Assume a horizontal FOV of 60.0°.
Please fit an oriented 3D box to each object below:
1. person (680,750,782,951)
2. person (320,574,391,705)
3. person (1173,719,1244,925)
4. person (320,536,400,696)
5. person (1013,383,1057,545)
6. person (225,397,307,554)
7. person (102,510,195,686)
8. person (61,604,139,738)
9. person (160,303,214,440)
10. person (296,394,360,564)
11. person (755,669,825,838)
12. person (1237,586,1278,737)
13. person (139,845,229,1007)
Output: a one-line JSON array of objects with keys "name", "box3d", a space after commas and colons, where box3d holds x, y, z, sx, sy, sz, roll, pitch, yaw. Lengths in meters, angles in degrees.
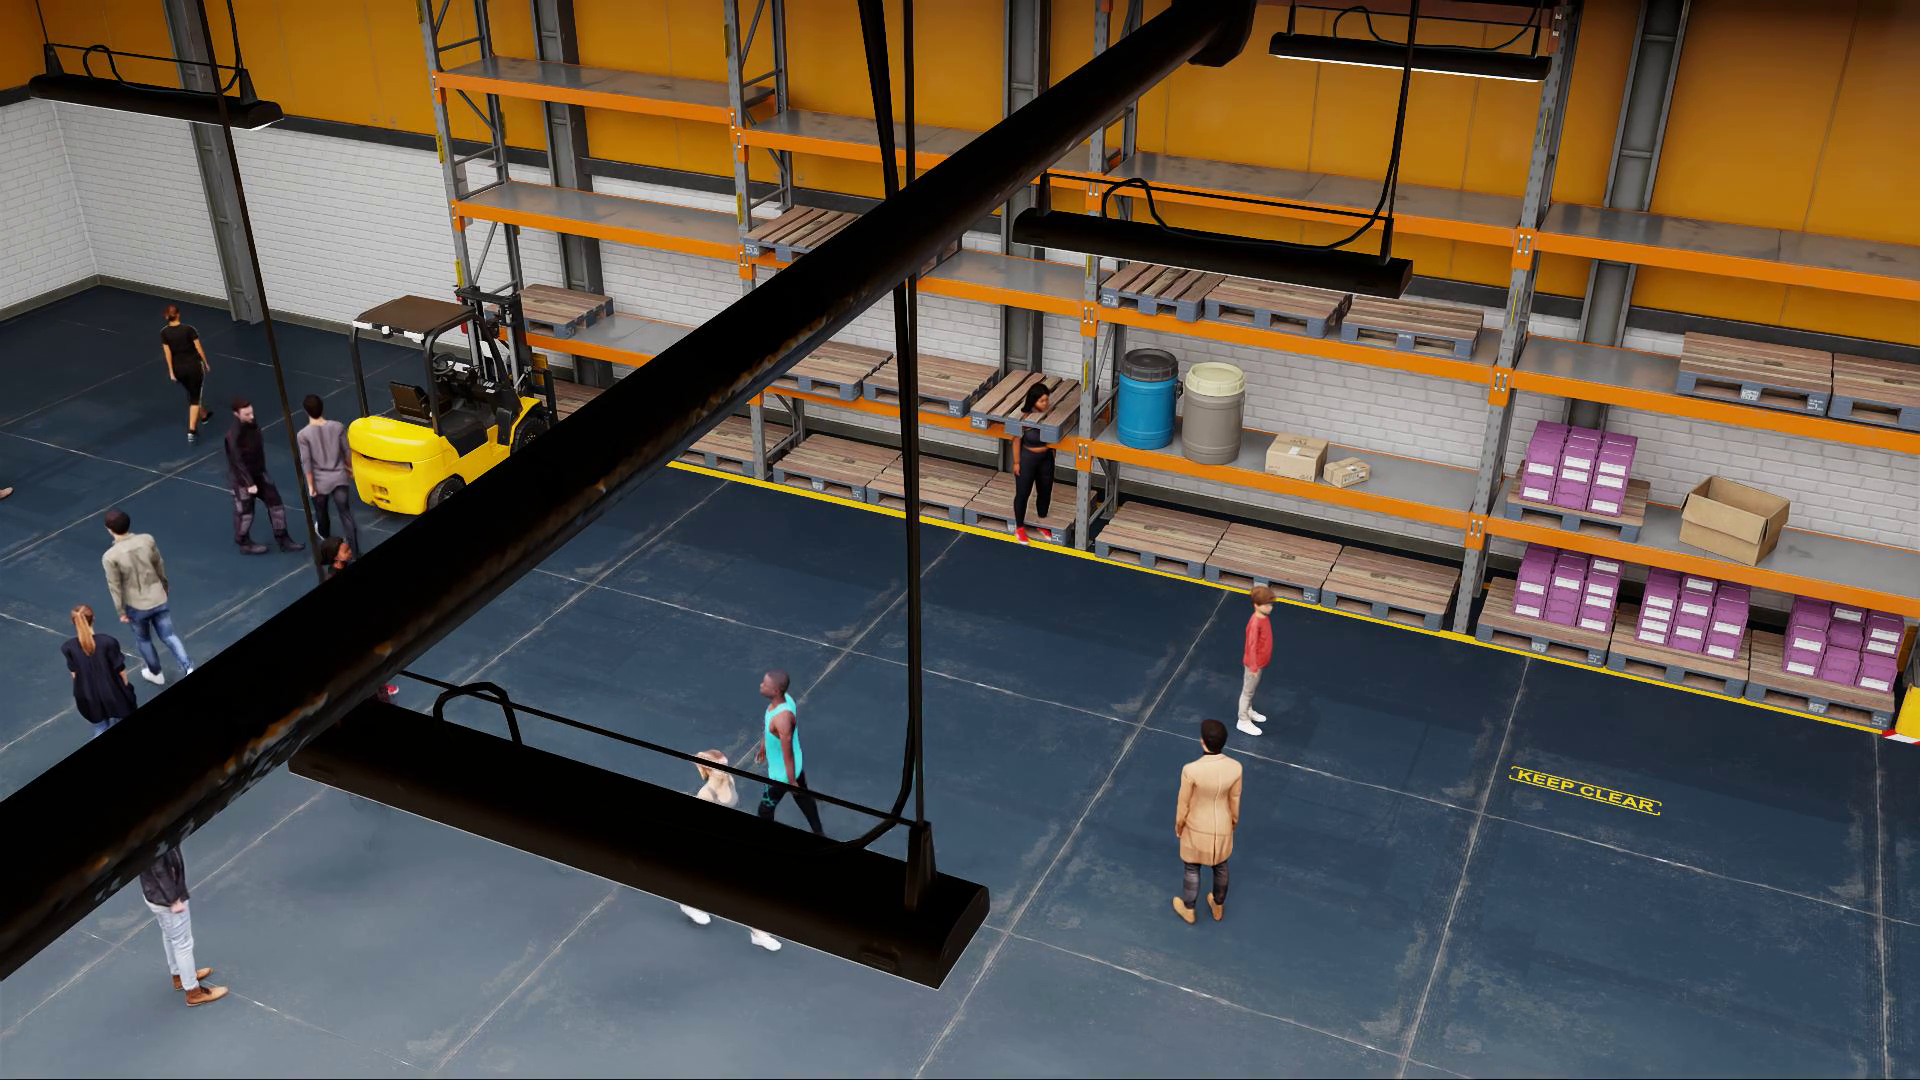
[{"name": "person", "box3d": [-1.829, 2.243, 12.211, 1.166, 1.660, 0.666, 16, 32, 27]}, {"name": "person", "box3d": [-5.121, 1.115, 14.203, 0.826, 1.732, 0.846, -16, 33, -27]}, {"name": "person", "box3d": [1.851, 2.108, 12.394, 0.738, 1.721, 0.818, -5, 29, -9]}, {"name": "person", "box3d": [-5.564, 0.707, 15.026, 1.056, 1.660, 0.921, -4, 29, -7]}, {"name": "person", "box3d": [0.790, -0.851, 17.720, 0.771, 1.815, 0.822, -12, 31, -20]}, {"name": "person", "box3d": [-7.453, -0.663, 17.335, 1.047, 1.853, 0.841, 2, 29, 4]}, {"name": "person", "box3d": [-7.312, 0.599, 15.035, 1.147, 1.842, 0.866, 20, 35, 33]}, {"name": "person", "box3d": [-7.180, 1.285, 13.941, 0.695, 1.684, 0.780, -6, 29, -11]}, {"name": "person", "box3d": [-9.319, -2.016, 20.045, 1.120, 1.635, 0.972, 0, 29, -1]}, {"name": "person", "box3d": [-6.510, -0.591, 17.258, 1.060, 1.801, 1.271, -20, 34, -32]}, {"name": "person", "box3d": [-1.255, 1.779, 12.932, 1.140, 1.783, 0.918, 0, 29, 0]}, {"name": "person", "box3d": [2.600, 1.036, 14.676, 0.466, 1.418, 0.513, 12, 31, 20]}, {"name": "person", "box3d": [-5.554, 2.468, 11.612, 0.791, 1.837, 0.641, -23, 36, -35]}]
